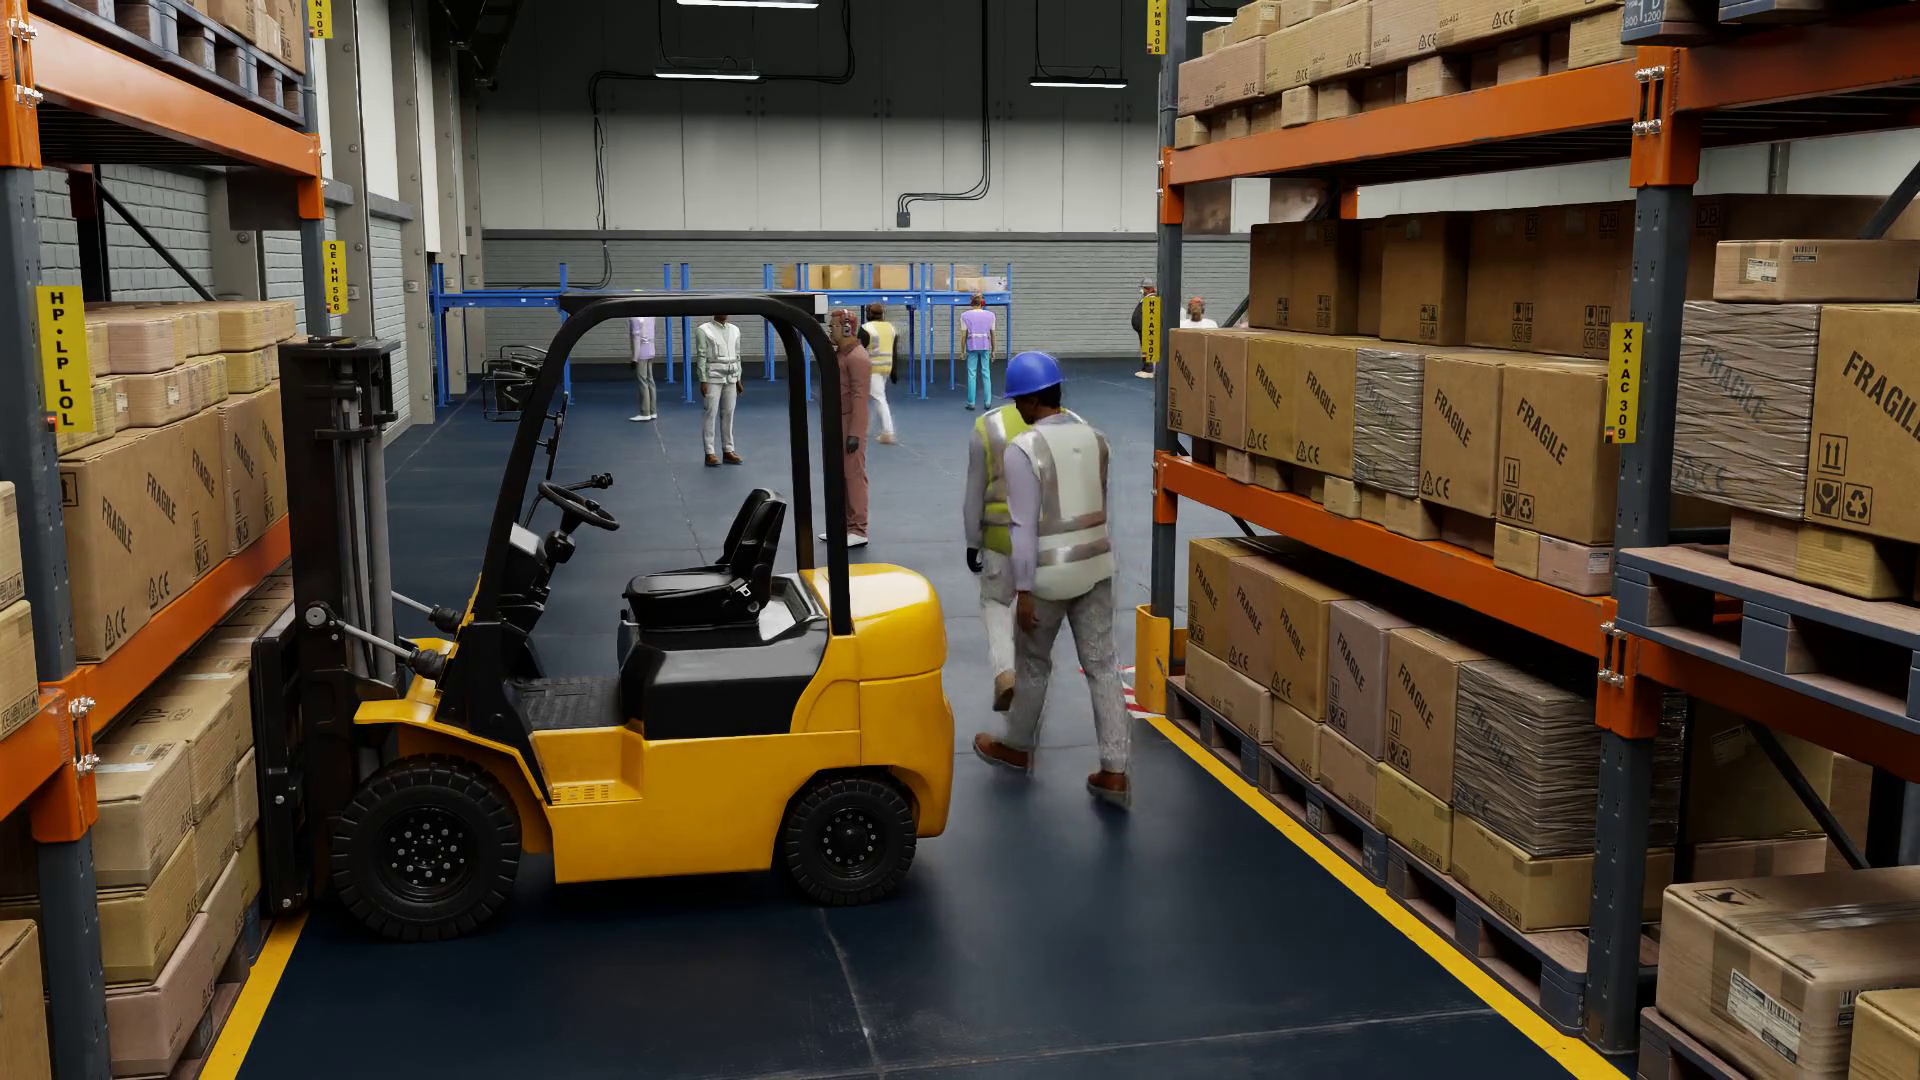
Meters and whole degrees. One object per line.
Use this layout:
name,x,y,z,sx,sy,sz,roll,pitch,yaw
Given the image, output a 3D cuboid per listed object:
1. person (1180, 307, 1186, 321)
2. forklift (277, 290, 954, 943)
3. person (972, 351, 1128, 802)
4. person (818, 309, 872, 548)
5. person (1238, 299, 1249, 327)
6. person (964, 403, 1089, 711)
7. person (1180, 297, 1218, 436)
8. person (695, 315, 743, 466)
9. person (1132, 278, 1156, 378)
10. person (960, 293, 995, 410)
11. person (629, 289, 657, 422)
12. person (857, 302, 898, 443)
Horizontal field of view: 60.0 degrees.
person,3.160,-2.867,25.091,0.634,2.017,0.593,6,11,32
forklift,-1.179,0.175,6.143,2.313,2.155,1.214,-2,10,-12
person,0.381,0.144,7.118,0.674,1.880,0.953,-8,12,-39
person,-0.940,-0.907,13.484,0.407,1.908,0.641,-3,10,-20
person,3.401,-1.956,20.002,0.672,1.855,0.994,-8,12,-41
person,0.337,-0.001,8.220,0.643,1.822,0.463,-1,9,-8
person,3.196,-2.355,22.475,0.584,1.859,0.822,1,9,5
person,-2.744,-1.837,19.015,0.380,1.951,0.605,9,13,43
person,3.788,-4.335,34.101,0.538,2.000,0.682,0,9,-3
person,0.287,-2.993,26.401,0.570,1.837,0.377,-2,10,-13
person,-4.679,-2.705,24.390,0.387,1.922,0.593,3,10,16
person,-1.160,-2.175,21.554,0.965,1.789,0.629,7,12,38
